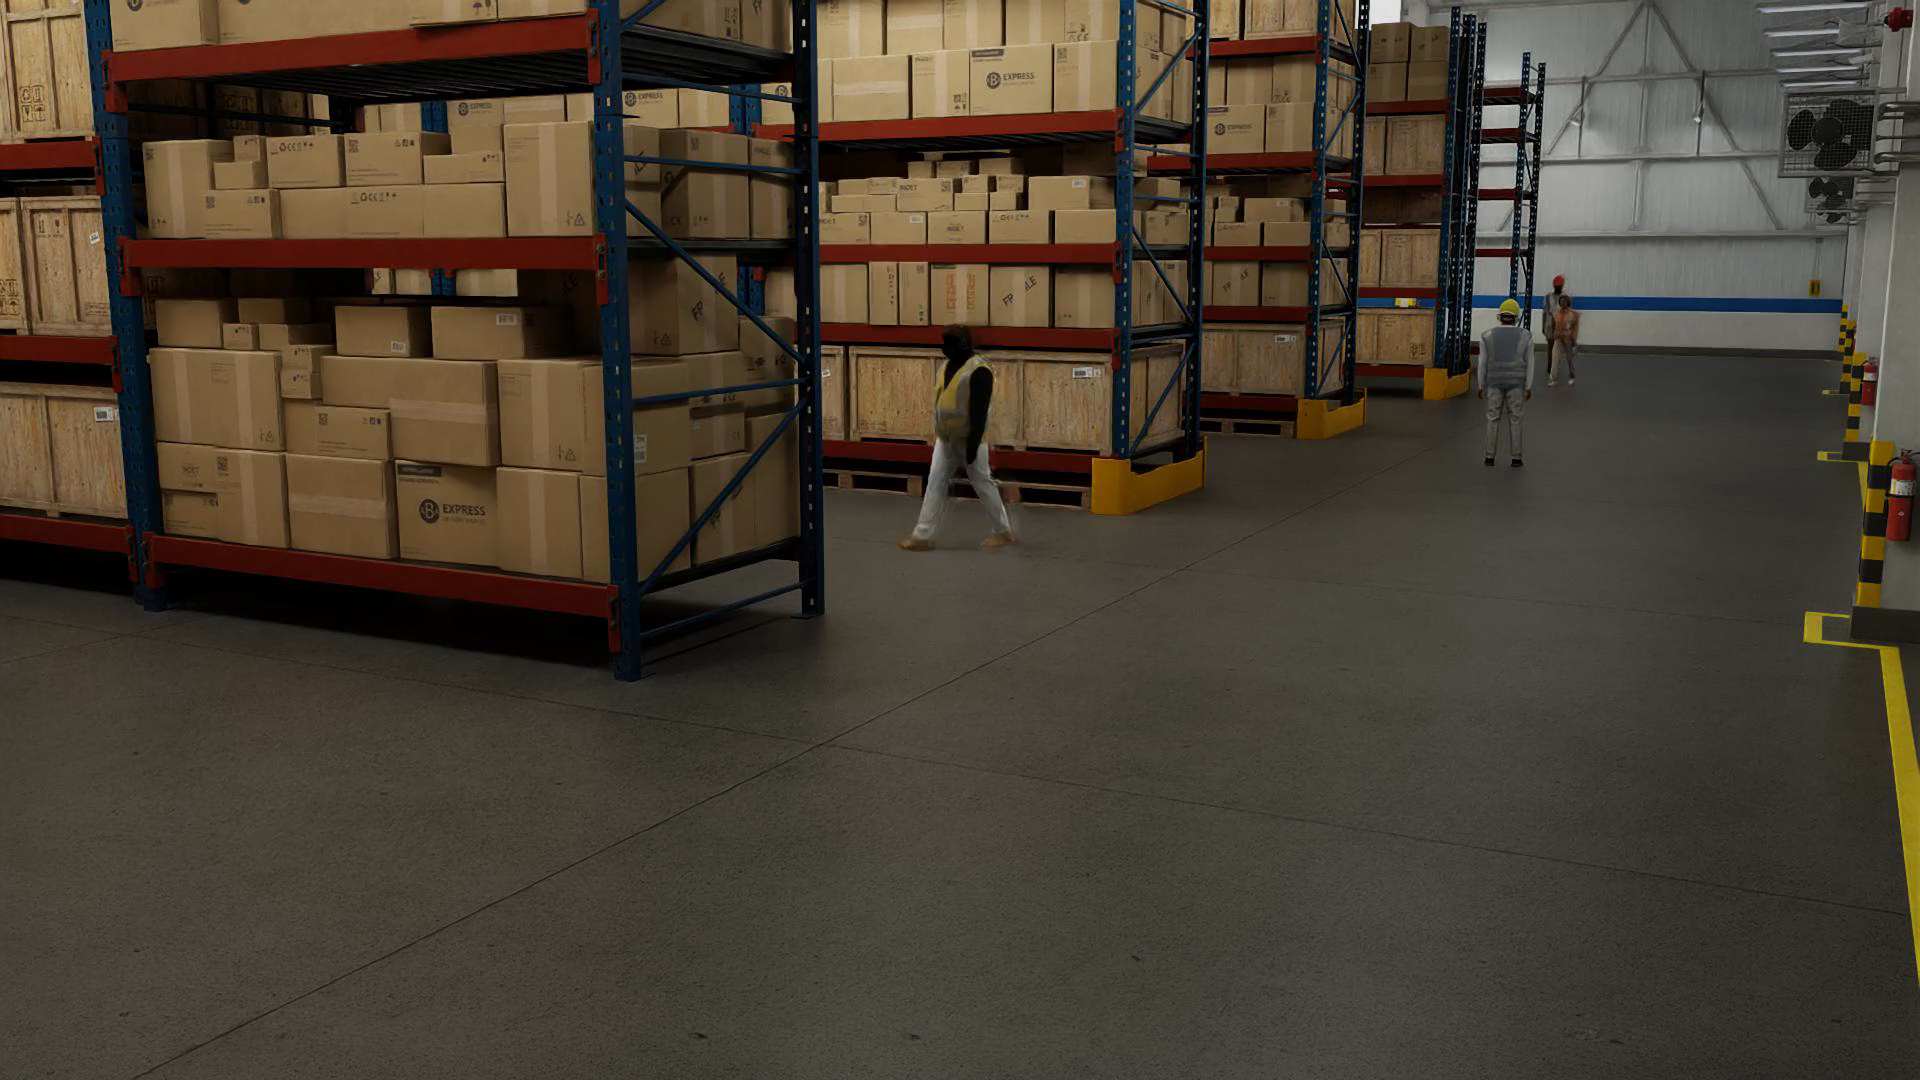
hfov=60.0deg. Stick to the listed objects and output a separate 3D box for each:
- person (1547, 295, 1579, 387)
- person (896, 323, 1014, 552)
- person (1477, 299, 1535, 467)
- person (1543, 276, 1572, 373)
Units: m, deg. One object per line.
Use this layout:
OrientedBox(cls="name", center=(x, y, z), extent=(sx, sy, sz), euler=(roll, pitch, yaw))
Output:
OrientedBox(cls="person", center=(10.637, -3.507, 29.237), extent=(0.514, 1.606, 0.810), euler=(8, 13, 38))
OrientedBox(cls="person", center=(0.007, -0.797, 13.036), extent=(0.967, 1.788, 0.639), euler=(-7, 12, -37))
OrientedBox(cls="person", center=(5.959, -1.710, 18.176), extent=(0.592, 1.834, 0.404), euler=(4, 11, 22))
OrientedBox(cls="person", center=(11.706, -4.233, 32.626), extent=(0.557, 1.896, 0.996), euler=(4, 11, 23))
